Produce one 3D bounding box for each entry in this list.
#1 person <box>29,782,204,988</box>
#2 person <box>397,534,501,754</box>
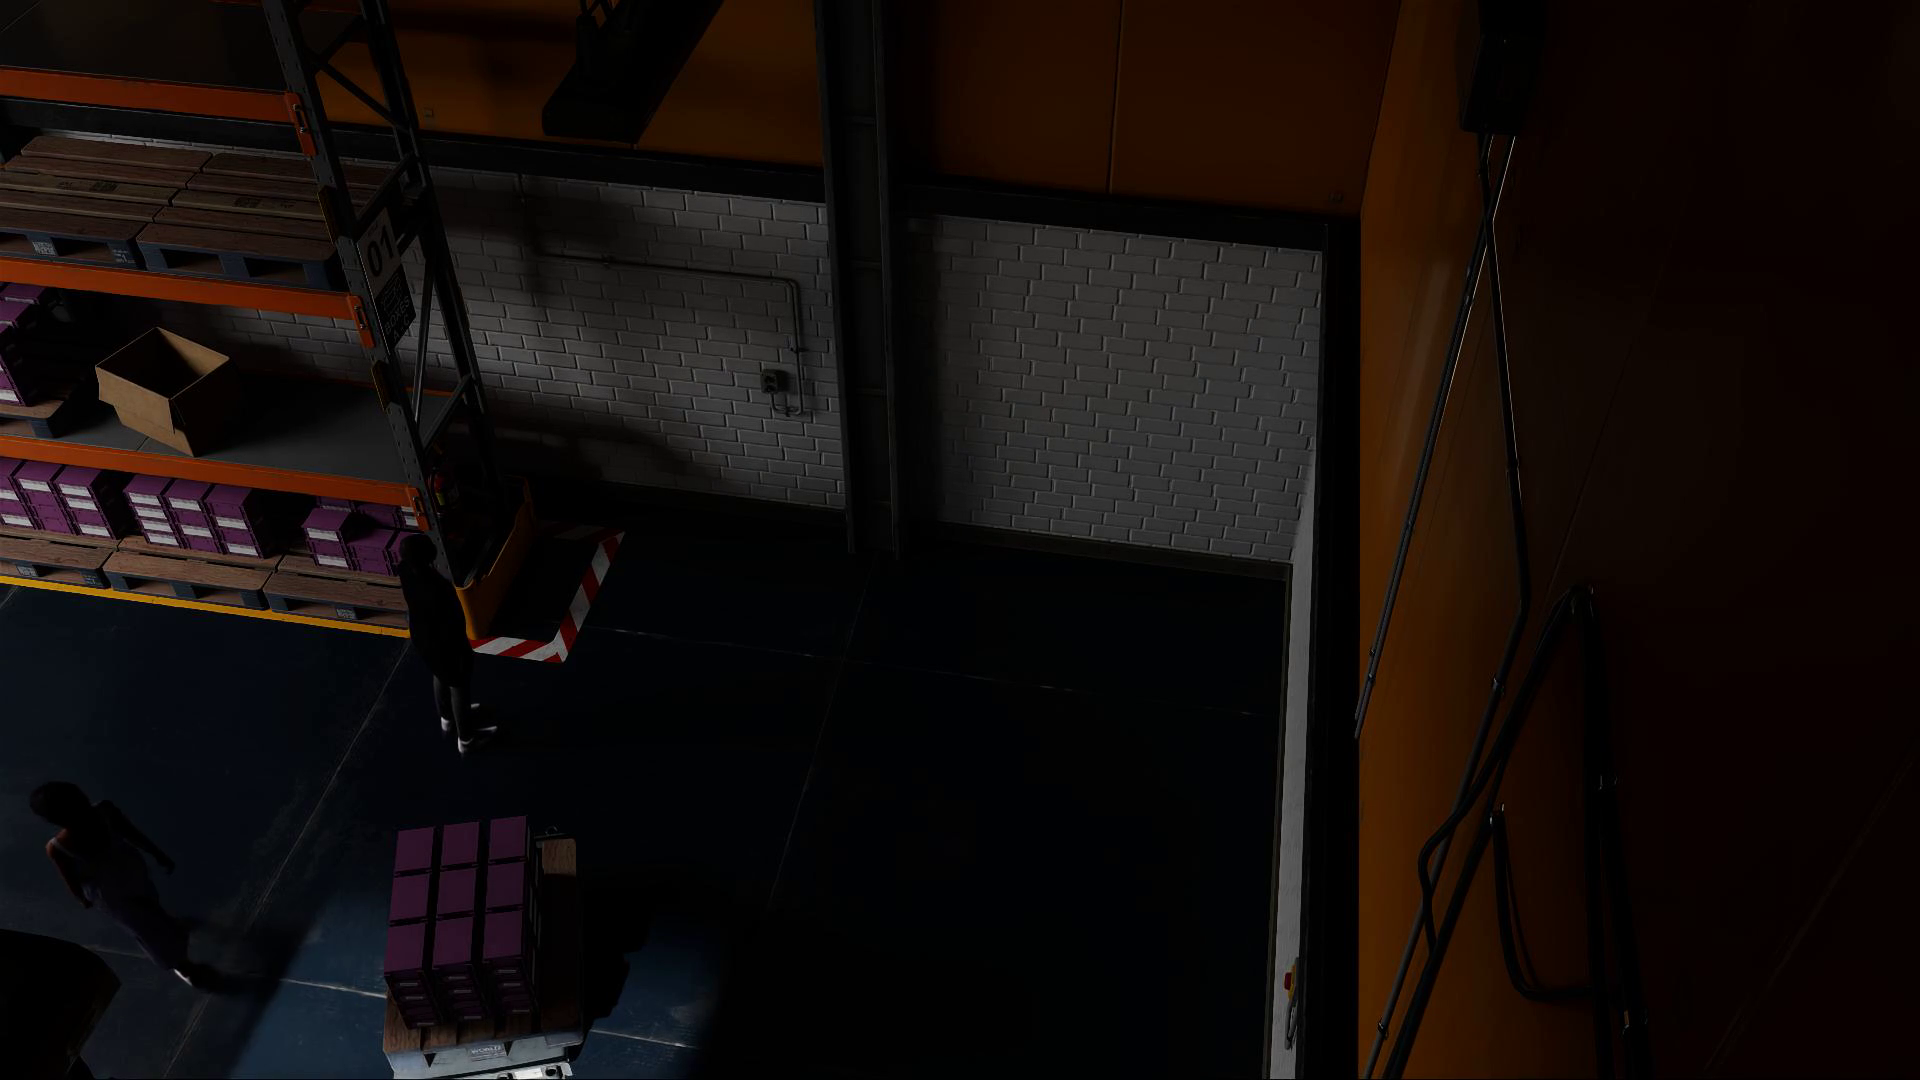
[{"bbox_3d":[-4.539,1.917,9.071,1.128,1.654,0.908,28,50,26],"label":"person"},{"bbox_3d":[-3.247,0.625,10.350,0.781,1.761,0.690,-34,53,-30],"label":"person"}]
